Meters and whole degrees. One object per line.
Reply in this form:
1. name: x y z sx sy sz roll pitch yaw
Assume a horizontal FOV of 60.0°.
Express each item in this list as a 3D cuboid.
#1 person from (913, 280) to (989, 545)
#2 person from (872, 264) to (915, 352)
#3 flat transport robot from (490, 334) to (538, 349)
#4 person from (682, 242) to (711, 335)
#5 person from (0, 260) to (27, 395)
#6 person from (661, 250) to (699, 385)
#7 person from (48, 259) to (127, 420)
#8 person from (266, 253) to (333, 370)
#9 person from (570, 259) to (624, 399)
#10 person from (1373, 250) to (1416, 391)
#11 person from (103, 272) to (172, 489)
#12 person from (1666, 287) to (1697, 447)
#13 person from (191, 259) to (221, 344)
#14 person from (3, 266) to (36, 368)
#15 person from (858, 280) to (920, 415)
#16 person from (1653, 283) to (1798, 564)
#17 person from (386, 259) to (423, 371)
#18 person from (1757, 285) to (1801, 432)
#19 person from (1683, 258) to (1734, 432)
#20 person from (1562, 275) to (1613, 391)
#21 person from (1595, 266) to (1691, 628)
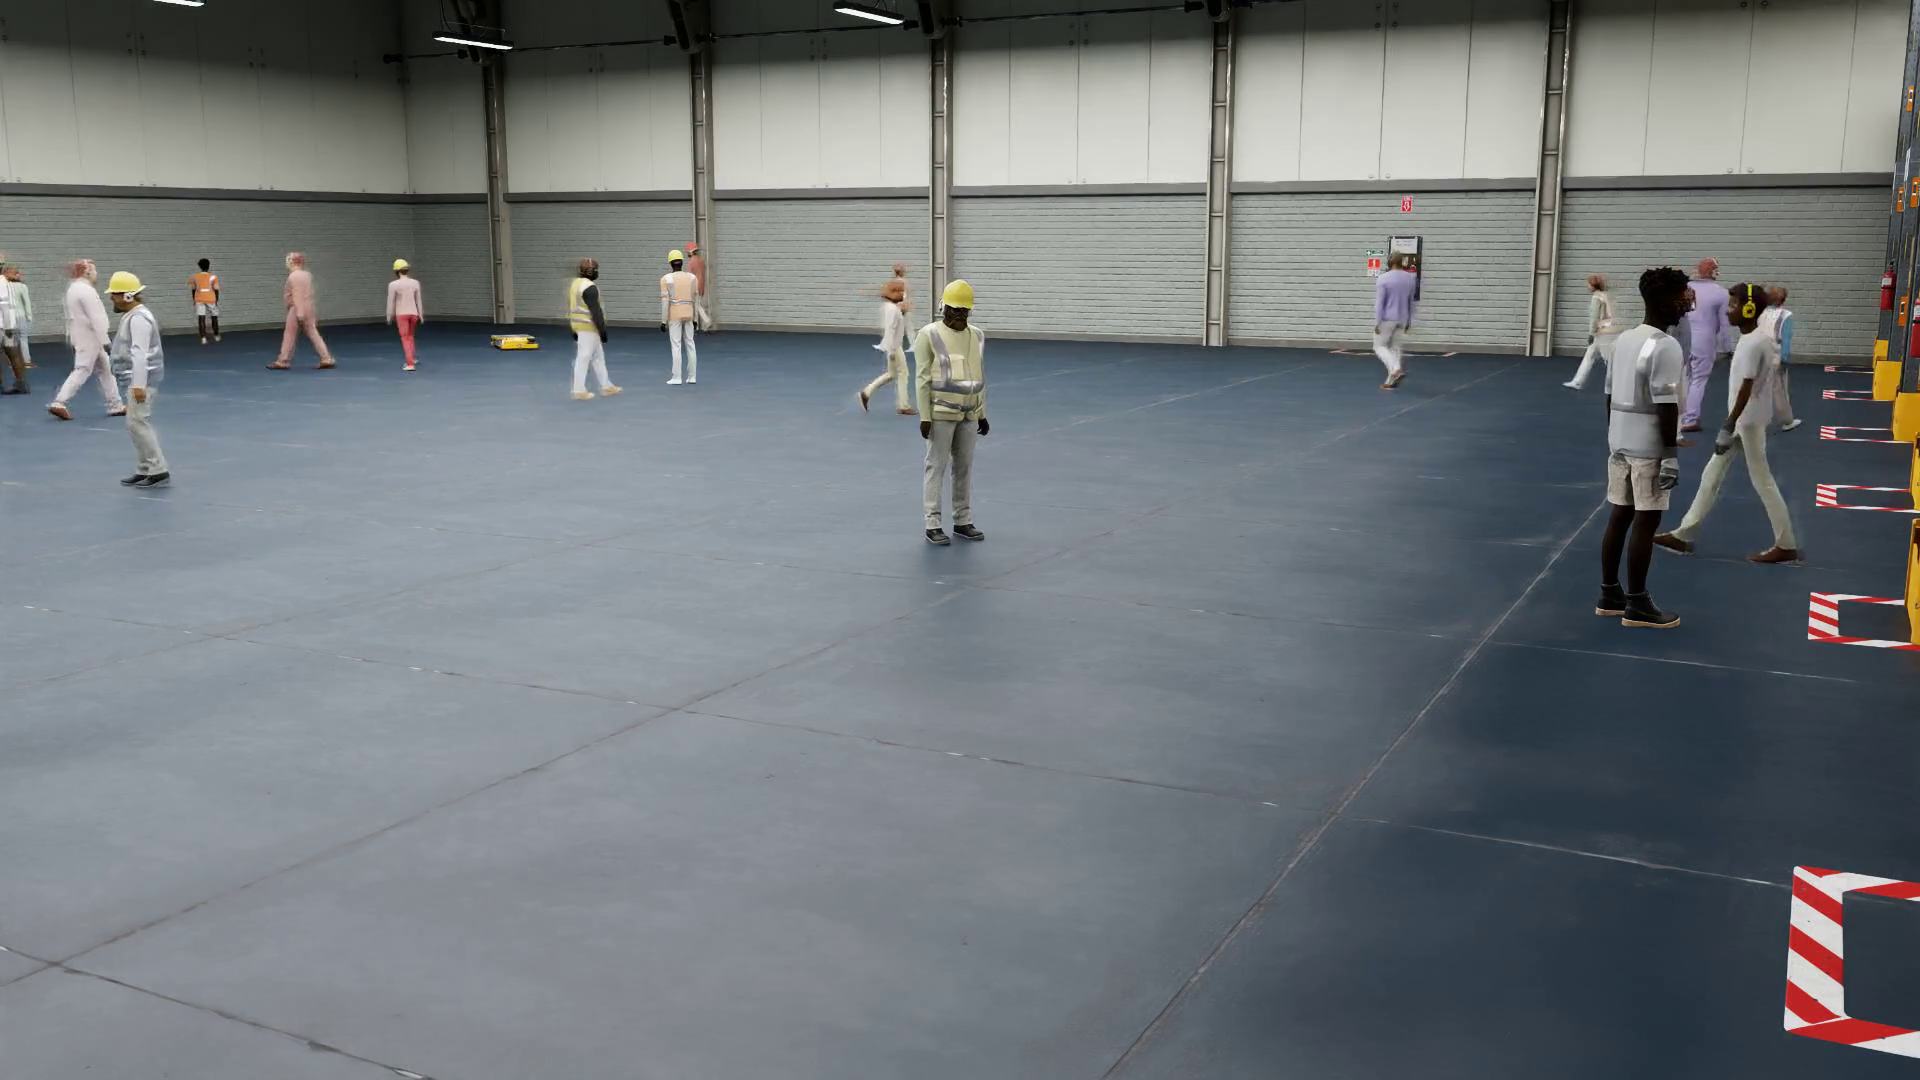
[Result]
1. person: -0.038 -0.884 11.550 0.588 1.822 0.403 -8 13 -37
2. person: -1.152 -4.207 30.292 0.855 1.592 0.540 2 11 8
3. flat transport robot: -8.458 -3.765 31.492 0.652 0.197 1.431 -5 11 -23
4. person: -5.687 -5.368 35.563 0.561 1.980 0.661 5 12 27
5. person: -12.874 -2.877 22.141 0.698 1.913 0.566 -5 12 -27
6. person: -4.016 -3.174 23.780 0.585 1.917 0.382 -8 13 -37
7. person: -10.166 -2.329 19.329 0.973 1.864 0.641 -7 13 -35
8. person: -10.511 -3.626 26.445 1.024 1.857 0.653 0 10 -2
9. person: -4.725 -2.748 21.730 0.832 1.812 0.661 -6 12 -28
10. person: 5.942 -2.998 22.801 0.648 1.922 0.475 -4 11 -23
11. person: -6.950 -1.347 14.059 0.404 1.823 0.624 -7 12 -32
12. person: 7.204 -1.755 16.857 0.550 1.616 0.508 7 12 34
13. person: -14.860 -4.702 32.811 0.546 1.654 0.846 -3 11 -14
14. person: -15.236 -3.591 26.822 0.508 1.632 0.265 -1 10 -7
15. person: -0.841 -2.277 19.724 0.686 1.607 0.503 -1 10 -8
16. person: 5.046 -0.750 10.829 0.965 1.815 0.548 4 11 19
17. person: -8.820 -3.552 26.314 0.675 1.743 0.551 9 14 41
18. person: 8.724 -1.935 17.911 0.869 1.590 0.536 -6 12 -31
19. person: 8.127 -2.128 18.168 0.753 1.880 0.674 -8 13 -37
20. person: 8.678 -2.776 22.504 0.884 1.591 0.554 5 11 25
21. person: 3.758 -0.510 9.117 0.361 1.963 0.612 -1 10 -7
